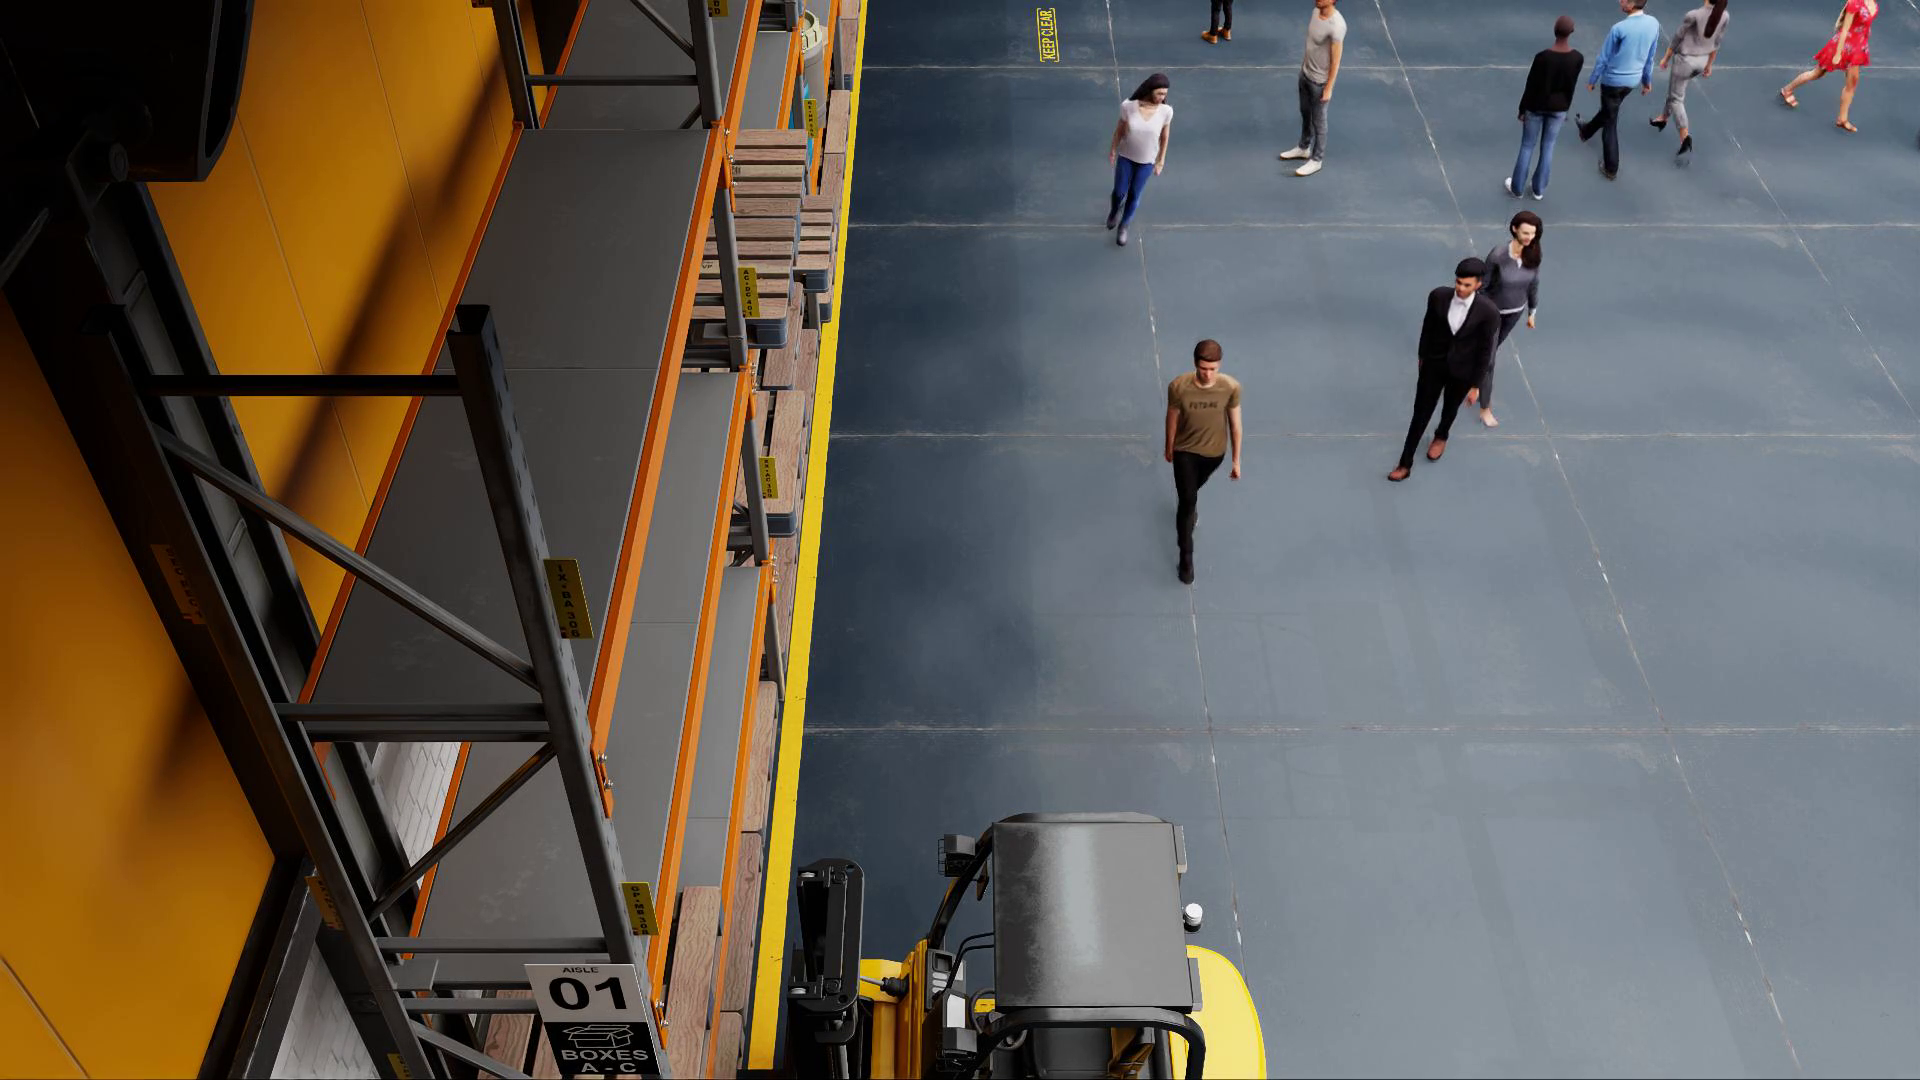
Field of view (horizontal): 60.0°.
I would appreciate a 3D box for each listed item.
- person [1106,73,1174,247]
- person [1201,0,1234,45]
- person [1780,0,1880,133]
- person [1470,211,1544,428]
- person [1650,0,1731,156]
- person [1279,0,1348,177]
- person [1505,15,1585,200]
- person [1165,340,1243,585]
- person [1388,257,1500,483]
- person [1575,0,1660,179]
[{"bbox_3d":[1.557,-3.362,14.577,0.694,1.647,0.673,9,44,9],"label":"person"},{"bbox_3d":[2.772,-5.838,17.483,0.568,1.223,0.587,-20,47,-19],"label":"person"},{"bbox_3d":[8.516,-4.806,16.160,0.976,1.554,1.140,-26,50,-25],"label":"person"},{"bbox_3d":[4.138,-1.825,12.893,0.806,1.744,1.018,-11,45,-12],"label":"person"},{"bbox_3d":[6.909,-4.432,15.700,0.794,1.646,1.119,-11,45,-11],"label":"person"},{"bbox_3d":[3.317,-4.297,15.379,0.790,1.893,0.604,-14,45,-14],"label":"person"},{"bbox_3d":[5.314,-3.907,15.077,0.616,1.745,0.564,3,44,4],"label":"person"},{"bbox_3d":[1.683,-0.691,11.656,0.688,1.807,1.211,0,44,0],"label":"person"},{"bbox_3d":[3.670,-1.325,12.294,1.056,1.846,1.208,22,48,22],"label":"person"},{"bbox_3d":[6.145,-4.196,15.371,0.904,1.759,1.216,-9,44,-10],"label":"person"}]
